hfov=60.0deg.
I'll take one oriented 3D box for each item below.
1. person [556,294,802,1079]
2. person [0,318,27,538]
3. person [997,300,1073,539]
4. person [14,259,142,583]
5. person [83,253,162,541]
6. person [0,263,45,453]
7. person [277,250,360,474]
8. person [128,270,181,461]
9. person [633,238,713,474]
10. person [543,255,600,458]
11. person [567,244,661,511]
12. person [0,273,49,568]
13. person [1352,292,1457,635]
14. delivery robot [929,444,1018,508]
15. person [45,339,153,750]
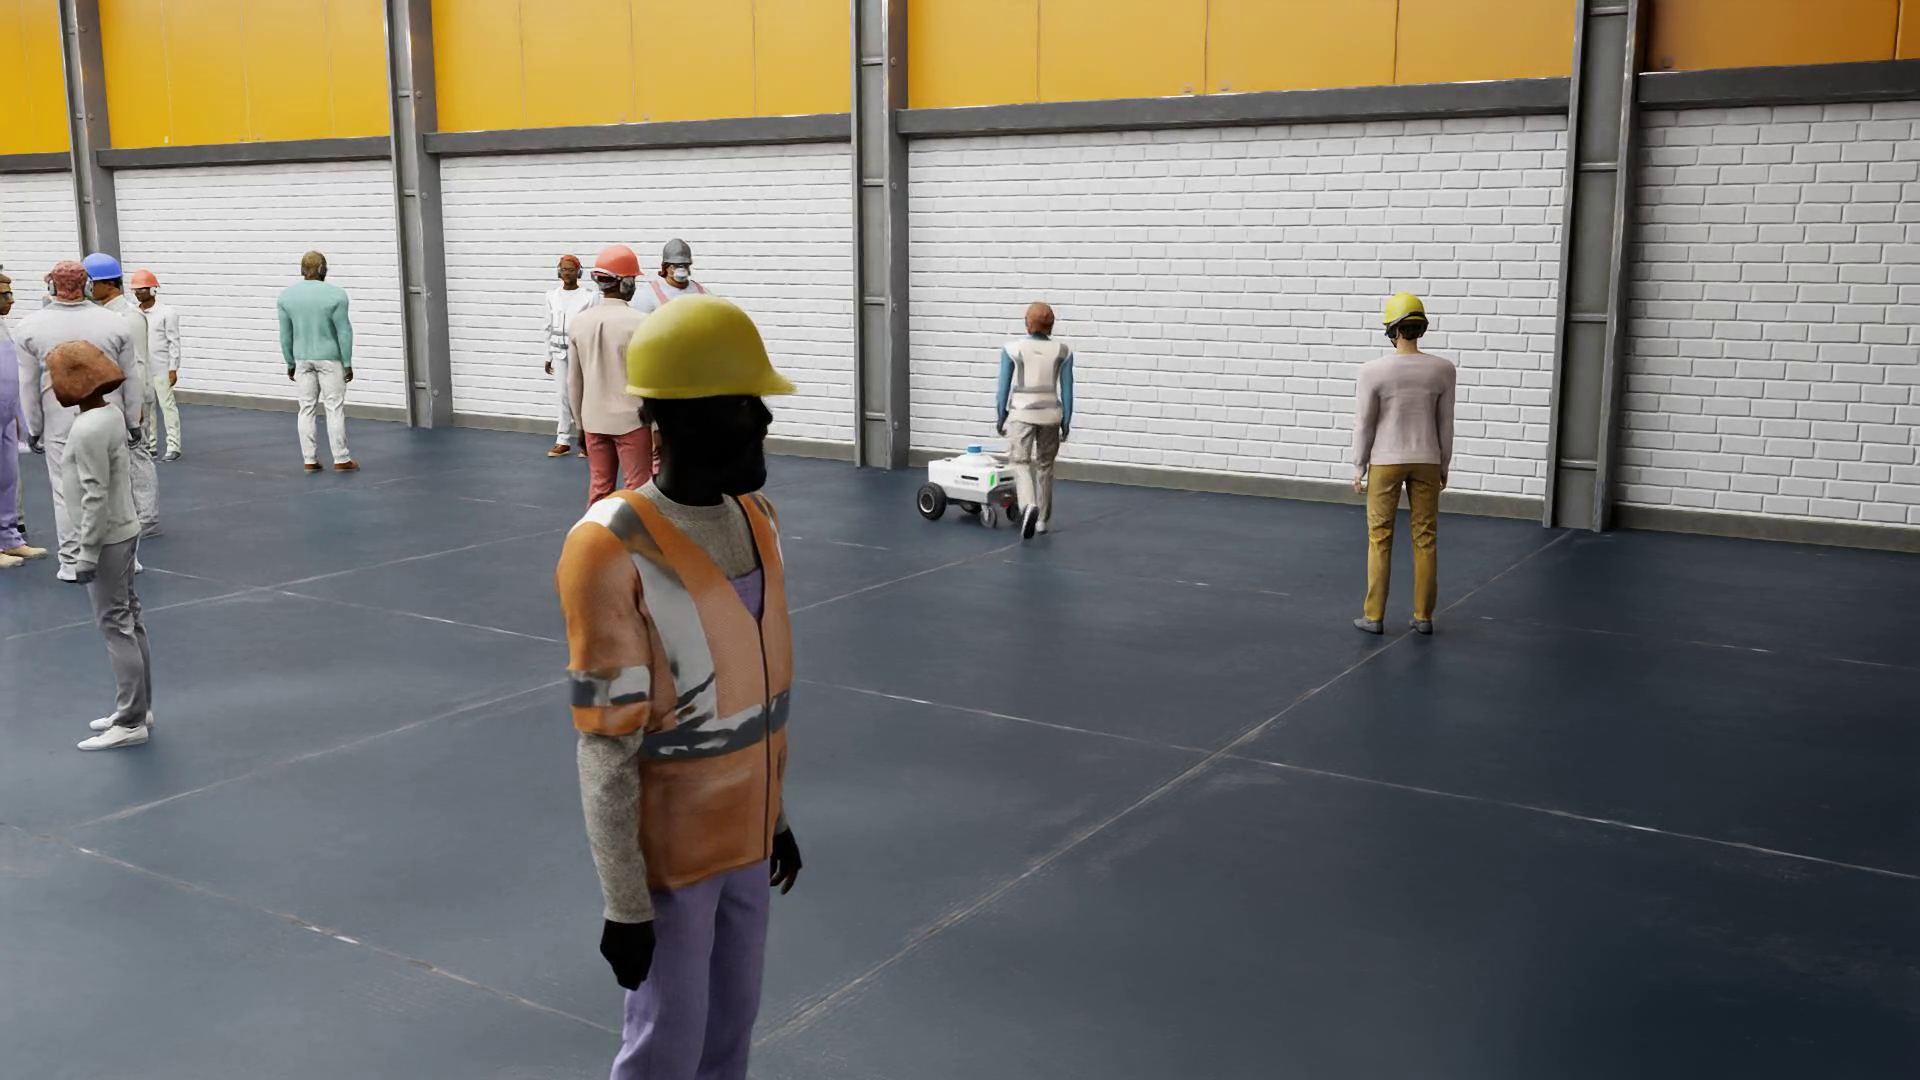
[{"bbox_3d":[-0.462,0.528,3.013,0.365,1.928,0.594,4,11,21],"label":"person"},{"bbox_3d":[-6.587,-0.910,11.249,0.403,1.830,0.599,-8,13,-36],"label":"person"},{"bbox_3d":[0.521,-0.810,11.286,0.521,1.616,0.667,-1,10,-7],"label":"person"},{"bbox_3d":[-5.205,-0.699,9.878,0.642,1.909,0.408,-6,12,-30],"label":"person"},{"bbox_3d":[-5.683,-0.959,11.250,0.613,1.935,0.421,9,13,39],"label":"person"},{"bbox_3d":[-9.071,-1.722,15.762,0.861,1.834,0.518,-7,13,-35],"label":"person"},{"bbox_3d":[-5.559,-1.530,14.416,0.629,1.932,0.378,1,10,4],"label":"person"},{"bbox_3d":[-7.425,-1.596,15.270,0.560,1.752,0.324,2,10,12],"label":"person"},{"bbox_3d":[-2.201,-1.360,13.166,0.684,2.000,0.535,-7,12,-33],"label":"person"},{"bbox_3d":[-3.615,-1.703,15.508,0.573,1.883,0.355,2,11,14],"label":"person"},{"bbox_3d":[-1.905,-0.647,9.340,0.610,1.996,0.386,5,11,26],"label":"person"},{"bbox_3d":[-5.987,-0.744,10.333,0.349,1.840,0.502,-1,10,-6],"label":"person"},{"bbox_3d":[2.263,-0.382,8.539,0.524,1.761,0.339,0,10,-3],"label":"person"},{"bbox_3d":[0.105,-0.447,11.963,0.477,0.478,0.707,-10,14,-43],"label":"delivery robot"},{"bbox_3d":[-3.436,0.018,6.660,0.285,1.633,0.498,-3,11,-17],"label":"person"}]
